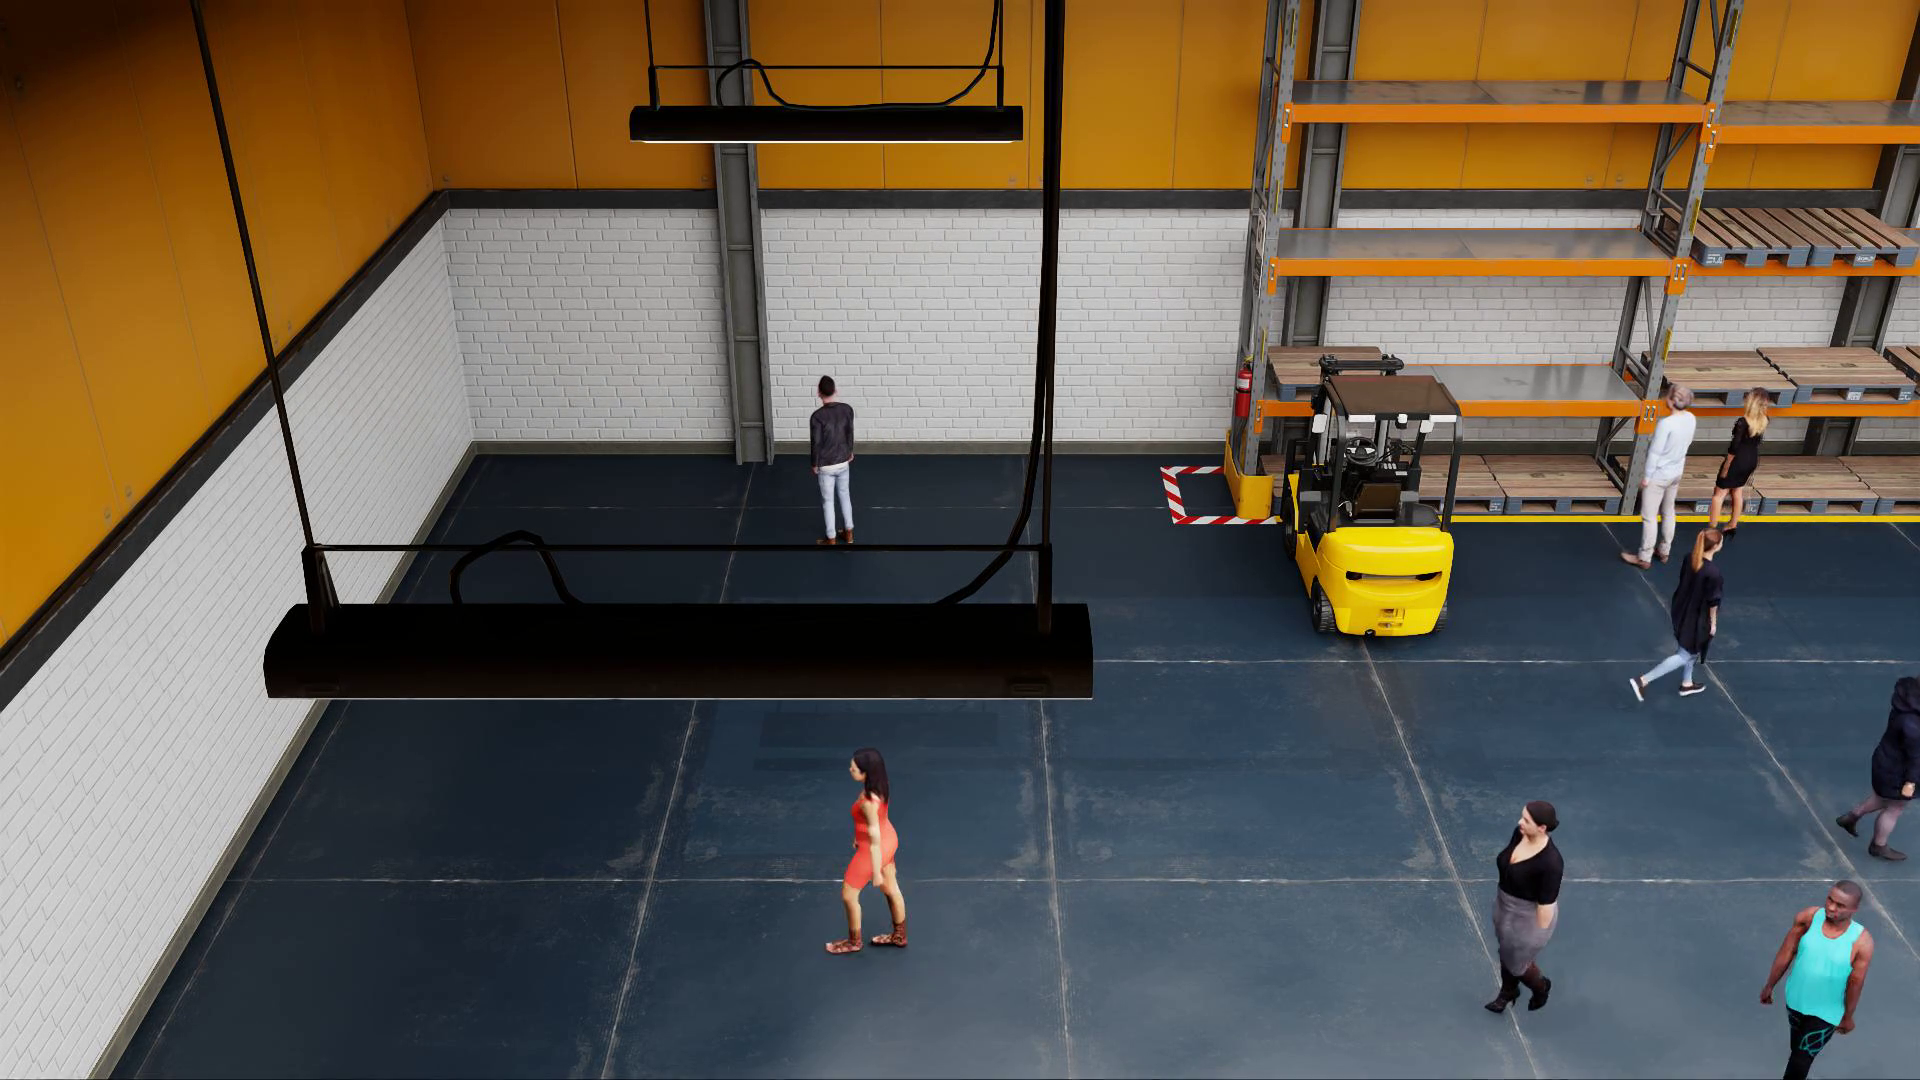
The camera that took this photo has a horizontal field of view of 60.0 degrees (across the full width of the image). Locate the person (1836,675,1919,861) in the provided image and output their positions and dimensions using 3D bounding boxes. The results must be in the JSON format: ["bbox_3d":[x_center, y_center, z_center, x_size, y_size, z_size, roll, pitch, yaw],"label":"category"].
[{"bbox_3d":[6.860,1.636,12.250,0.876,1.670,0.804,10,30,18],"label":"person"}]

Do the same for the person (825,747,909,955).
[{"bbox_3d":[-0.489,2.130,11.313,0.827,1.699,0.684,5,29,10],"label":"person"}]

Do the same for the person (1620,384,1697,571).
[{"bbox_3d":[6.854,-0.630,16.176,0.662,1.887,0.786,-15,32,-25],"label":"person"}]

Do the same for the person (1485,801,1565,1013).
[{"bbox_3d":[3.733,2.408,10.753,0.785,1.748,0.735,-5,29,-9],"label":"person"}]

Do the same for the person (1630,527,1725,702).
[{"bbox_3d":[6.109,0.670,14.031,1.069,1.659,0.722,-5,29,-8],"label":"person"}]

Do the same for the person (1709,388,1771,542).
[{"bbox_3d":[7.812,-0.723,16.577,0.615,1.666,0.733,-17,33,-28],"label":"person"}]

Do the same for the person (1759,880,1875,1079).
[{"bbox_3d":[5.230,2.760,10.067,1.067,1.786,0.945,-18,33,-29],"label":"person"}]

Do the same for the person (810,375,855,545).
[{"bbox_3d":[-1.259,-0.764,16.477,0.702,1.835,0.788,-22,36,-35],"label":"person"}]
